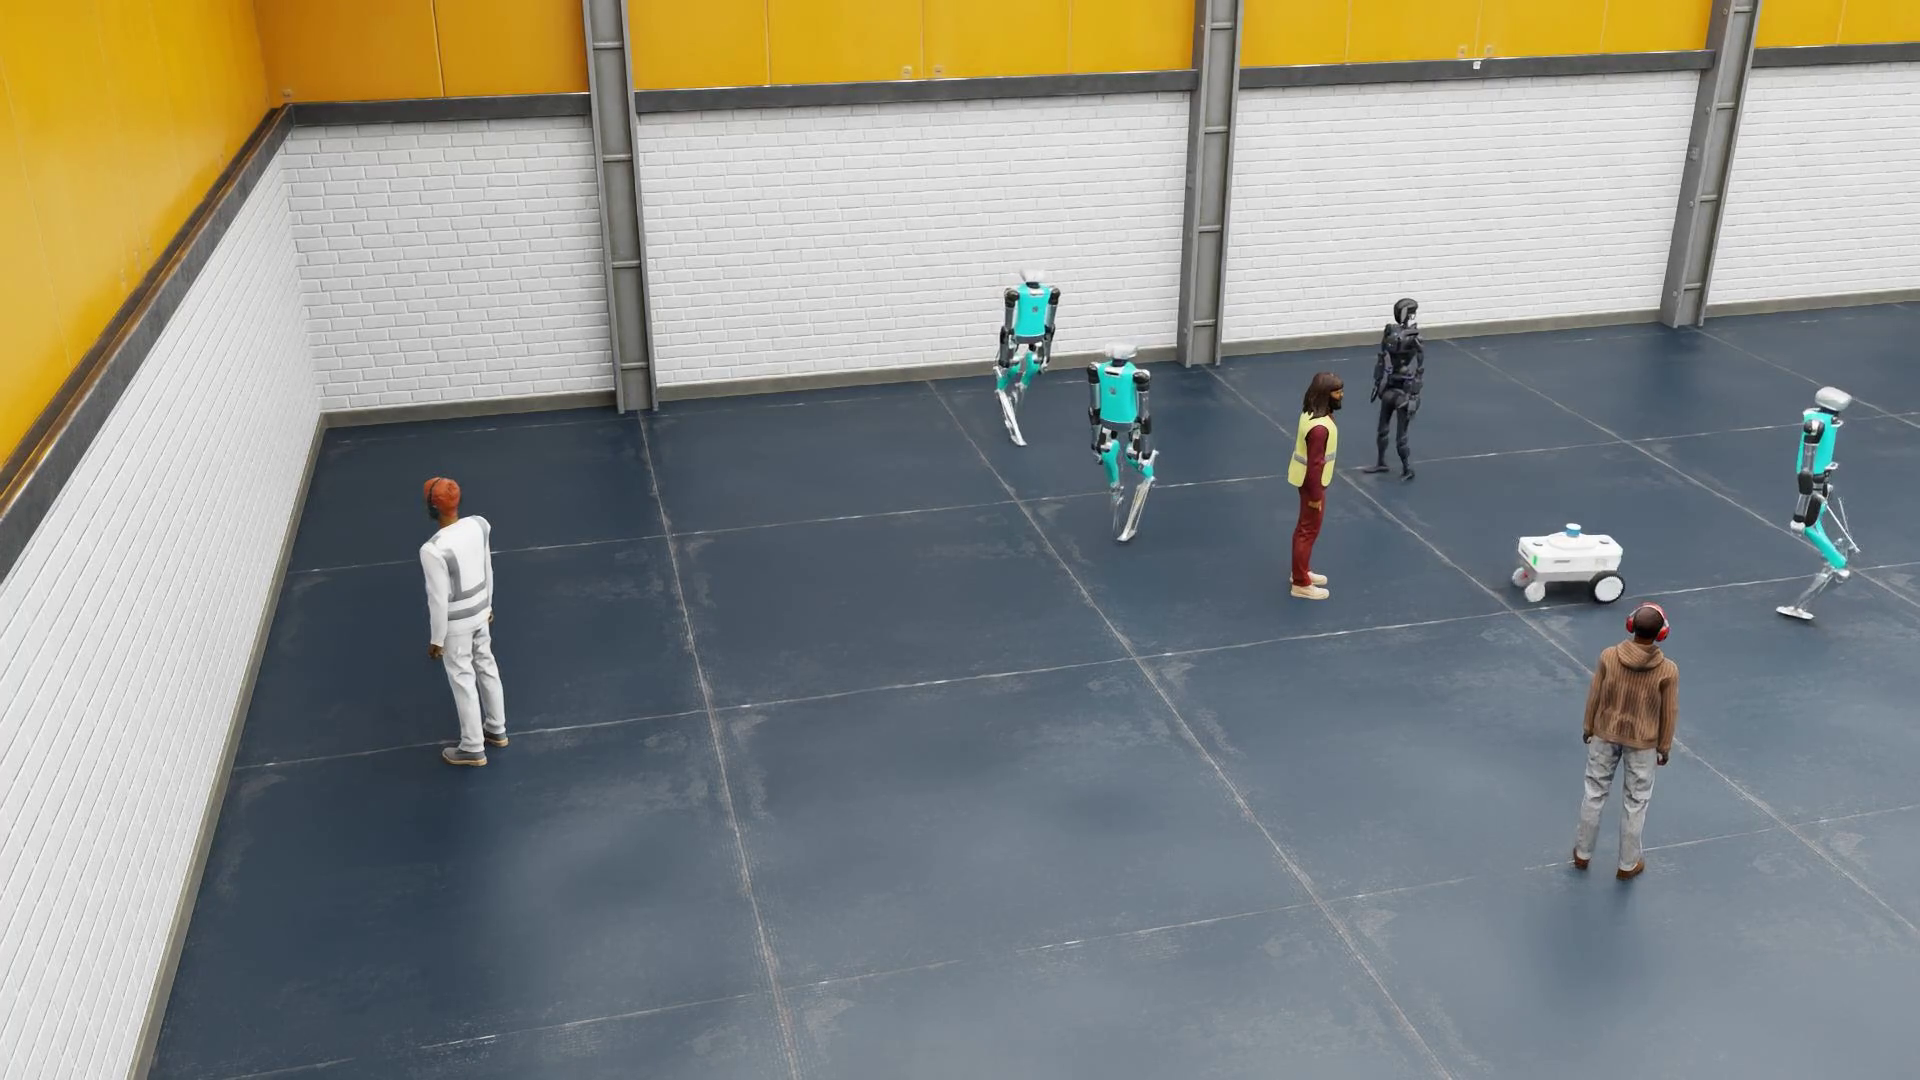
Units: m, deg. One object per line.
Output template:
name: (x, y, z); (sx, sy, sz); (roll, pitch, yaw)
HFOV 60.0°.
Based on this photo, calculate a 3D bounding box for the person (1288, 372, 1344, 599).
person: (2.641, -0.413, 12.449); (0.378, 1.765, 0.465); (4, 24, 9)

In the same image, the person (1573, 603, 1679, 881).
person: (3.649, 1.108, 9.123); (0.470, 1.651, 0.310); (14, 27, 28)

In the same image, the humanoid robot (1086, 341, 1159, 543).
humanoid robot: (1.360, -0.727, 13.333); (0.539, 1.901, 0.726); (14, 27, 29)

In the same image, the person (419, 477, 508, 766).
person: (-3.069, 0.496, 10.229); (0.346, 1.882, 0.583); (9, 25, 19)

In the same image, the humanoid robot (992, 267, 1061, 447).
humanoid robot: (0.527, -1.713, 15.542); (0.552, 1.849, 0.887); (-9, 25, -19)

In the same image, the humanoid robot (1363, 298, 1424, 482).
humanoid robot: (3.869, -1.311, 14.619); (0.376, 1.677, 0.598); (-12, 26, -25)

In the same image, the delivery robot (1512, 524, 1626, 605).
delivery robot: (4.634, 0.175, 12.626); (0.814, 0.611, 0.499); (-2, 24, -4)

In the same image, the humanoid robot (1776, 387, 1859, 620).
humanoid robot: (6.286, -0.187, 11.970); (0.664, 1.811, 0.546); (17, 29, 33)
